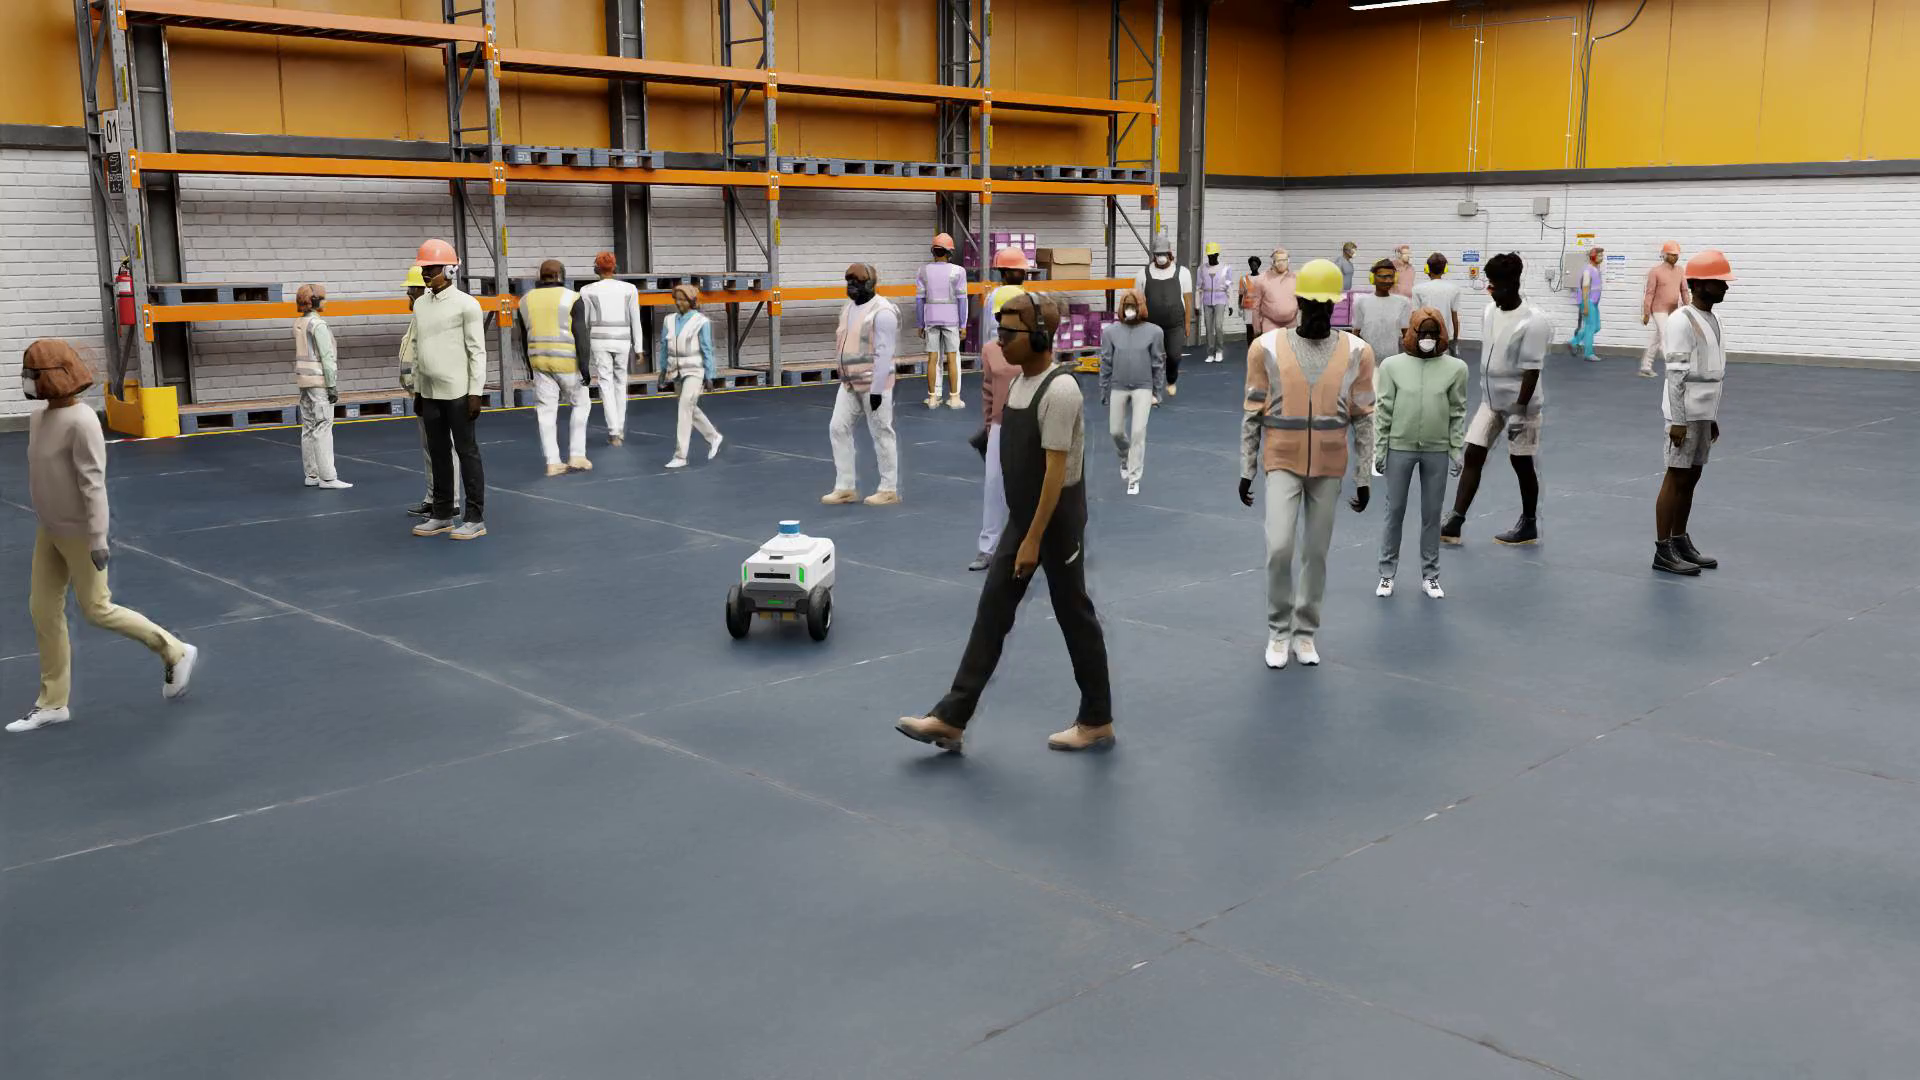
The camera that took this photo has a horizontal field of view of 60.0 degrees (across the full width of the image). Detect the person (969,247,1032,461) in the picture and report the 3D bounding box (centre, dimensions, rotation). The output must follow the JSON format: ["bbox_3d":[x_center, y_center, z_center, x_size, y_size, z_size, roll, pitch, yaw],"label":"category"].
[{"bbox_3d":[0.373,-1.517,14.135,0.501,1.926,0.572,3,11,17],"label":"person"}]

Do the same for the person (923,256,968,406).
[{"bbox_3d":[-0.182,-2.542,19.832,0.584,1.882,0.337,6,12,30],"label":"person"}]

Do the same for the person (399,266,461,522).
[{"bbox_3d":[-3.760,-1.045,11.811,0.404,1.833,0.590,-7,13,-34],"label":"person"}]

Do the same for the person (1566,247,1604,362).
[{"bbox_3d":[10.113,-3.786,26.751,0.527,1.832,0.594,7,13,34],"label":"person"}]

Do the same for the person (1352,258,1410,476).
[{"bbox_3d":[3.614,-1.490,14.315,0.528,1.853,0.870,-1,10,-4],"label":"person"}]

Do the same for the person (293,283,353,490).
[{"bbox_3d":[-5.132,-1.221,13.288,0.514,1.644,0.307,10,14,44],"label":"person"}]

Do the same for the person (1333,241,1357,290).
[{"bbox_3d":[6.484,-4.096,28.236,0.447,1.911,0.654,7,13,34],"label":"person"}]

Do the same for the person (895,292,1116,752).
[{"bbox_3d":[0.215,-0.033,6.380,0.949,1.799,0.516,-5,12,-26],"label":"person"}]

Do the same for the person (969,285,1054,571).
[{"bbox_3d":[0.371,-0.710,10.275,0.522,1.727,0.869,5,12,27],"label":"person"}]

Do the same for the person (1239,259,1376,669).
[{"bbox_3d":[1.615,-0.334,7.723,0.613,1.903,0.572,1,10,5],"label":"person"}]

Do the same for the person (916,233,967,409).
[{"bbox_3d":[-0.205,-2.545,19.416,0.609,2.044,0.394,3,11,16],"label":"person"}]

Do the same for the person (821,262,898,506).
[{"bbox_3d":[-0.757,-1.142,12.378,0.703,1.813,0.654,-8,13,-36],"label":"person"}]

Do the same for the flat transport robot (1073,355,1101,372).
[{"bbox_3d":[2.301,-2.649,24.818,0.652,0.197,1.431,6,12,30],"label":"flat transport robot"}]

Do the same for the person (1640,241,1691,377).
[{"bbox_3d":[9.990,-3.229,23.439,0.611,1.939,1.009,-5,11,-25],"label":"person"}]

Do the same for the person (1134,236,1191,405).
[{"bbox_3d":[2.426,-2.654,20.014,0.692,2.000,0.672,1,10,7],"label":"person"}]

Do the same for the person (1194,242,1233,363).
[{"bbox_3d":[4.018,-3.758,26.395,0.618,1.905,0.491,5,12,25],"label":"person"}]

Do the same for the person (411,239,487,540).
[{"bbox_3d":[-3.436,-1.000,11.122,0.619,1.994,0.381,6,12,28],"label":"person"}]

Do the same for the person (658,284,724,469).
[{"bbox_3d":[-2.366,-1.464,14.732,0.519,1.605,0.799,7,13,35],"label":"person"}]

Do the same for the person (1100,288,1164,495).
[{"bbox_3d":[1.368,-1.191,13.210,0.506,1.616,0.630,3,11,14],"label":"person"}]

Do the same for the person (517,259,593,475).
[{"bbox_3d":[-3.405,-1.475,14.188,0.658,1.818,0.612,3,11,14],"label":"person"}]

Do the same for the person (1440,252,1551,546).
[{"bbox_3d":[3.412,-0.878,10.690,0.927,1.911,0.680,-4,11,-21],"label":"person"}]

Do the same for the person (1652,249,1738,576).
[{"bbox_3d":[4.422,-0.765,9.995,0.358,1.938,0.542,10,14,44],"label":"person"}]

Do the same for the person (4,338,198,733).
[{"bbox_3d":[-3.632,-0.037,6.930,0.504,1.612,0.704,8,13,37],"label":"person"}]

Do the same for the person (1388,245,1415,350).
[{"bbox_3d":[7.279,-3.970,27.676,0.639,1.873,0.955,-5,12,-25],"label":"person"}]

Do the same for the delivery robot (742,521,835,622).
[{"bbox_3d":[-0.876,0.144,8.559,0.477,0.478,0.707,2,10,8],"label":"delivery robot"}]

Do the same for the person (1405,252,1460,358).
[{"bbox_3d":[4.834,-2.016,17.084,0.511,1.849,0.378,-1,10,-4],"label":"person"}]

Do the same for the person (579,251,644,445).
[{"bbox_3d":[-3.448,-1.876,16.262,0.614,1.856,0.804,-5,11,-24],"label":"person"}]

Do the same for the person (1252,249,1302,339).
[{"bbox_3d":[3.892,-2.592,20.178,0.652,1.852,0.993,-1,10,-3],"label":"person"}]

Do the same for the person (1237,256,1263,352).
[{"bbox_3d":[4.777,-3.767,27.040,0.558,1.682,0.376,4,11,21],"label":"person"}]

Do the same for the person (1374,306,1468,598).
[{"bbox_3d":[2.566,-0.485,9.303,0.497,1.633,0.289,2,11,9],"label":"person"}]
